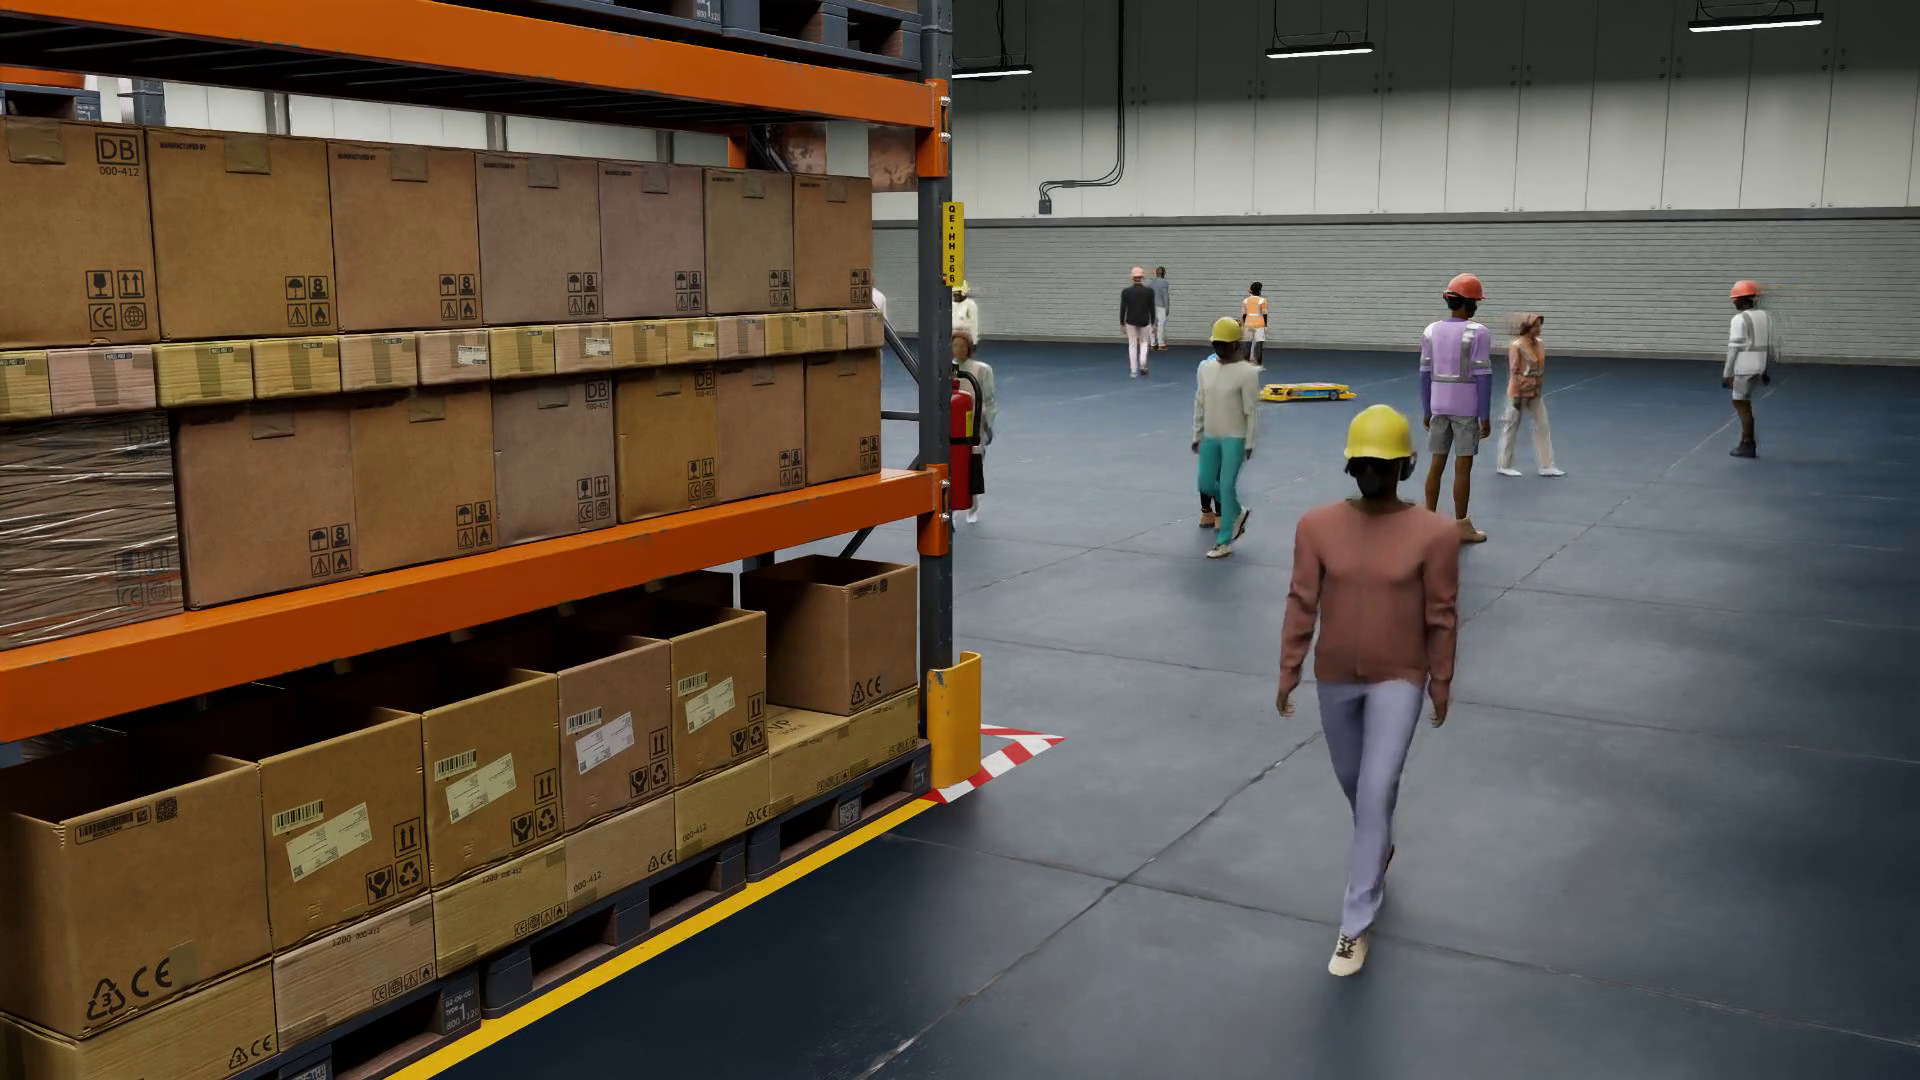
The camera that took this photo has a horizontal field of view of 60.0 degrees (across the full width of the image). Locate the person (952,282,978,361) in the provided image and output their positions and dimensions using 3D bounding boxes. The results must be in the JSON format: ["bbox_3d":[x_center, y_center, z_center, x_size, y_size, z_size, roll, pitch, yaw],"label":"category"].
[{"bbox_3d":[-0.037,-3.095,25.624,0.546,1.809,0.596,-6,11,-30],"label":"person"}]

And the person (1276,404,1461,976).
[{"bbox_3d":[1.324,0.417,5.346,0.528,1.735,0.900,5,11,29],"label":"person"}]

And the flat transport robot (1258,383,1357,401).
[{"bbox_3d":[5.221,-2.253,25.203,1.431,0.197,0.652,-3,10,-20],"label":"flat transport robot"}]

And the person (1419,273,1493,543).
[{"bbox_3d":[3.789,-0.996,12.664,0.373,2.043,0.614,-7,12,-36],"label":"person"}]

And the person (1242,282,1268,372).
[{"bbox_3d":[5.564,-4.013,31.354,0.532,1.693,0.319,7,12,35],"label":"person"}]

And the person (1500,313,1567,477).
[{"bbox_3d":[5.612,-1.396,16.237,0.546,1.608,0.757,-7,12,-34],"label":"person"}]

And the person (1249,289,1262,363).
[{"bbox_3d":[6.008,-4.423,33.928,0.266,1.631,0.507,-1,10,-4],"label":"person"}]

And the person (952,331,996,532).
[{"bbox_3d":[0.029,-0.871,13.283,0.510,1.582,0.906,1,10,3],"label":"person"}]

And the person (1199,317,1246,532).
[{"bbox_3d":[2.087,-0.911,13.180,0.317,1.695,0.540,-3,10,-16],"label":"person"}]

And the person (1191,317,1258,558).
[{"bbox_3d":[1.960,-0.754,12.104,0.526,1.743,0.533,-9,13,-44],"label":"person"}]

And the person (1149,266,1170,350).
[{"bbox_3d":[4.644,-5.391,38.702,0.372,1.940,0.630,-7,12,-34],"label":"person"}]

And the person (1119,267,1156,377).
[{"bbox_3d":[3.188,-3.918,29.952,0.649,1.978,0.443,0,10,0],"label":"person"}]

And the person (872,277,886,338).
[{"bbox_3d":[-1.617,-3.707,29.109,0.633,1.862,1.015,-6,12,-33],"label":"person"}]

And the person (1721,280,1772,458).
[{"bbox_3d":[8.473,-1.840,17.979,0.560,1.910,0.513,-6,11,-32],"label":"person"}]
